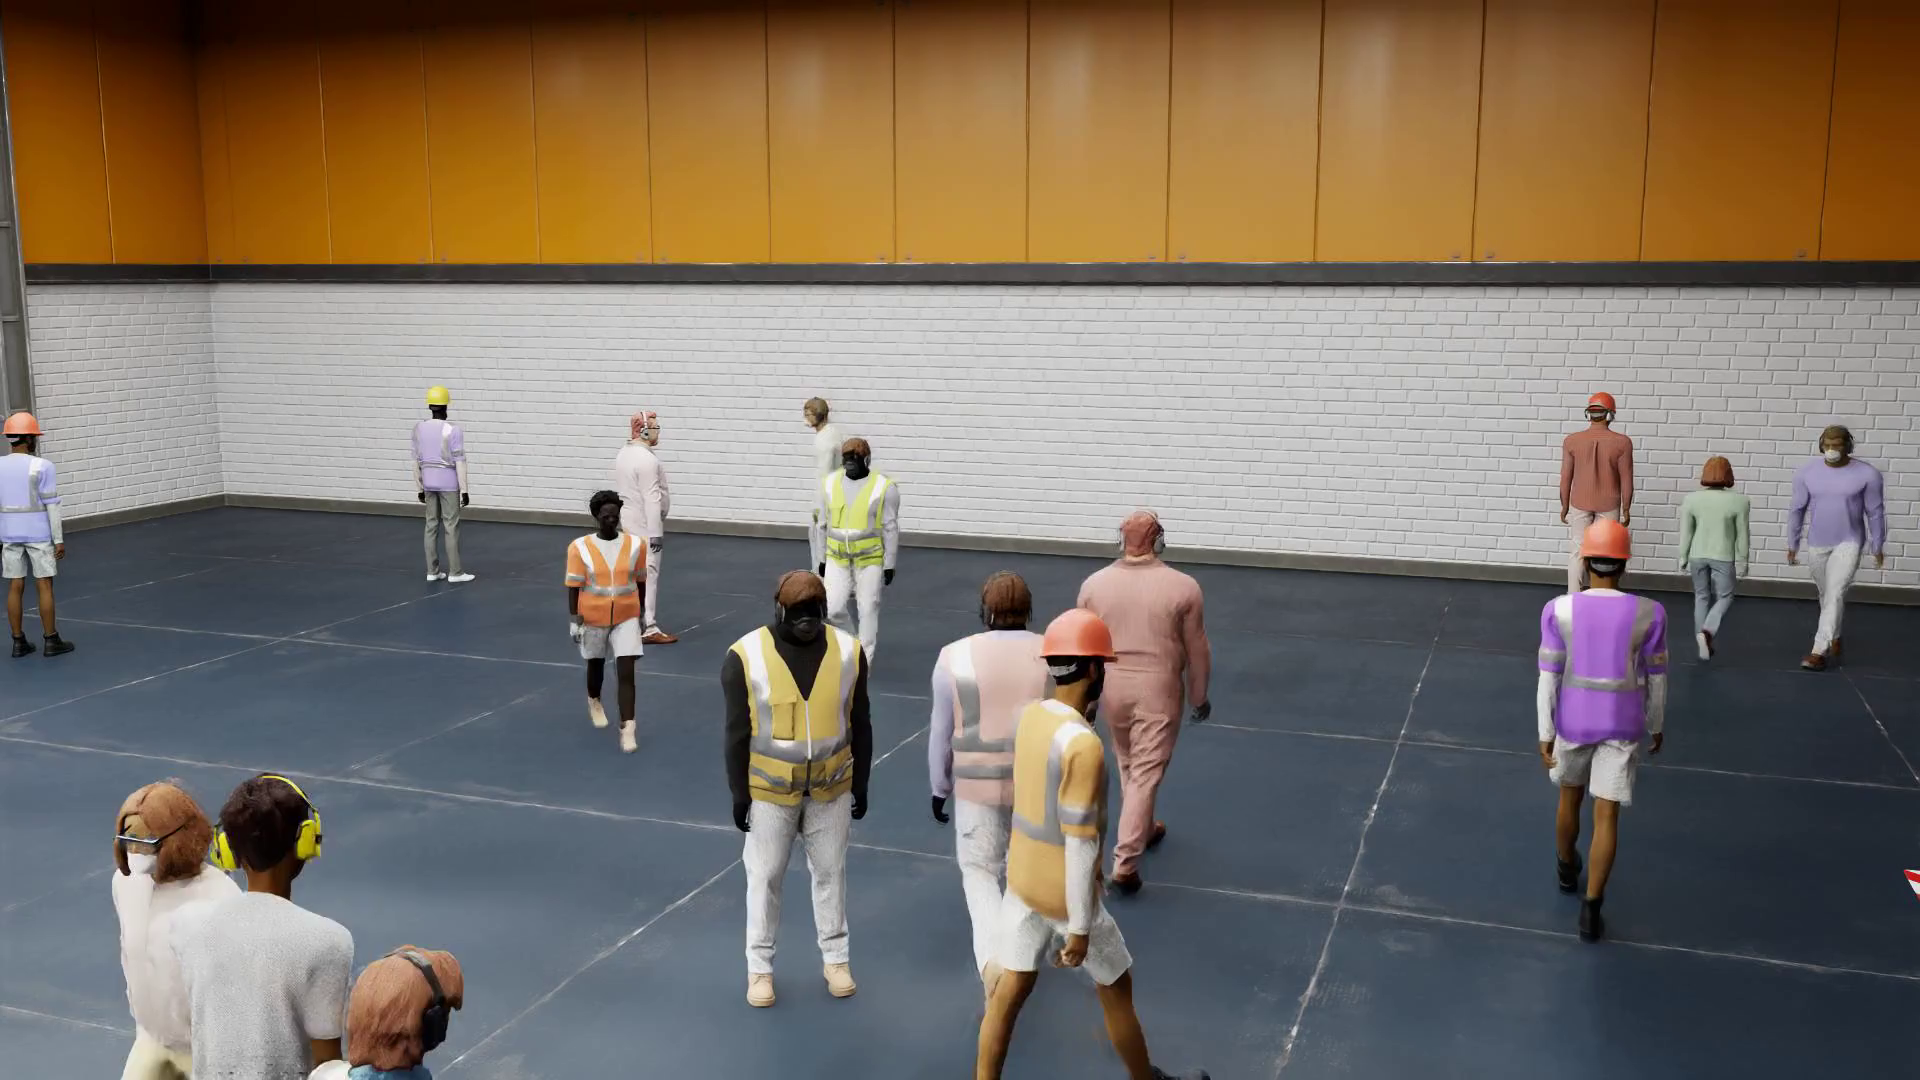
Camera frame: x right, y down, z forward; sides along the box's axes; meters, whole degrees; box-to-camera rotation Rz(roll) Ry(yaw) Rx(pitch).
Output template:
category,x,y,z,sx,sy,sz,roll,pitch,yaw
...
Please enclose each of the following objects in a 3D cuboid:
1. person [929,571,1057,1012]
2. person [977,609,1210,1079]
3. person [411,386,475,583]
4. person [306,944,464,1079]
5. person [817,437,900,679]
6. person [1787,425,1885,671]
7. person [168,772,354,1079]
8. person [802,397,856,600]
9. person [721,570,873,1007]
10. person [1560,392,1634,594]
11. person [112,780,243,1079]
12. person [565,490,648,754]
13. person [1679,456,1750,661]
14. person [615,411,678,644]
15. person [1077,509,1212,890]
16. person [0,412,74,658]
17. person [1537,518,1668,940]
category,x,y,z,sx,sy,sz,roll,pitch,yaw
person,0.196,1.037,6.850,0.633,1.815,0.766,-1,9,-6
person,0.431,1.175,5.770,1.013,1.871,0.554,-4,10,-25
person,-5.054,-0.537,16.238,0.594,1.930,0.354,3,10,19
person,-1.147,1.657,3.551,0.547,1.620,0.378,5,10,29
person,-0.763,0.149,12.294,0.655,1.828,0.450,3,10,16
person,6.789,0.034,12.900,0.656,1.880,1.069,9,13,43
person,-1.674,1.467,4.159,0.497,1.819,0.924,1,9,6
person,-1.251,-0.369,15.307,0.795,1.894,0.633,-1,9,-5
person,-0.662,1.022,6.897,0.627,1.836,0.431,-3,10,-18
person,5.592,-0.303,14.622,0.611,1.985,0.393,5,11,30
person,-2.259,1.479,4.713,0.520,1.604,0.683,4,10,21
person,-2.281,0.486,10.761,0.533,1.659,0.887,-3,10,-19
person,5.836,0.152,12.922,0.508,1.616,0.611,8,12,40
person,-2.571,-0.106,13.641,0.399,1.908,0.643,-5,11,-31
person,0.916,0.778,8.352,0.639,1.865,1.011,5,10,27
person,-7.347,-0.038,13.127,0.550,1.933,0.373,0,9,-1
person,3.010,0.838,7.817,0.555,1.894,0.945,4,10,25
